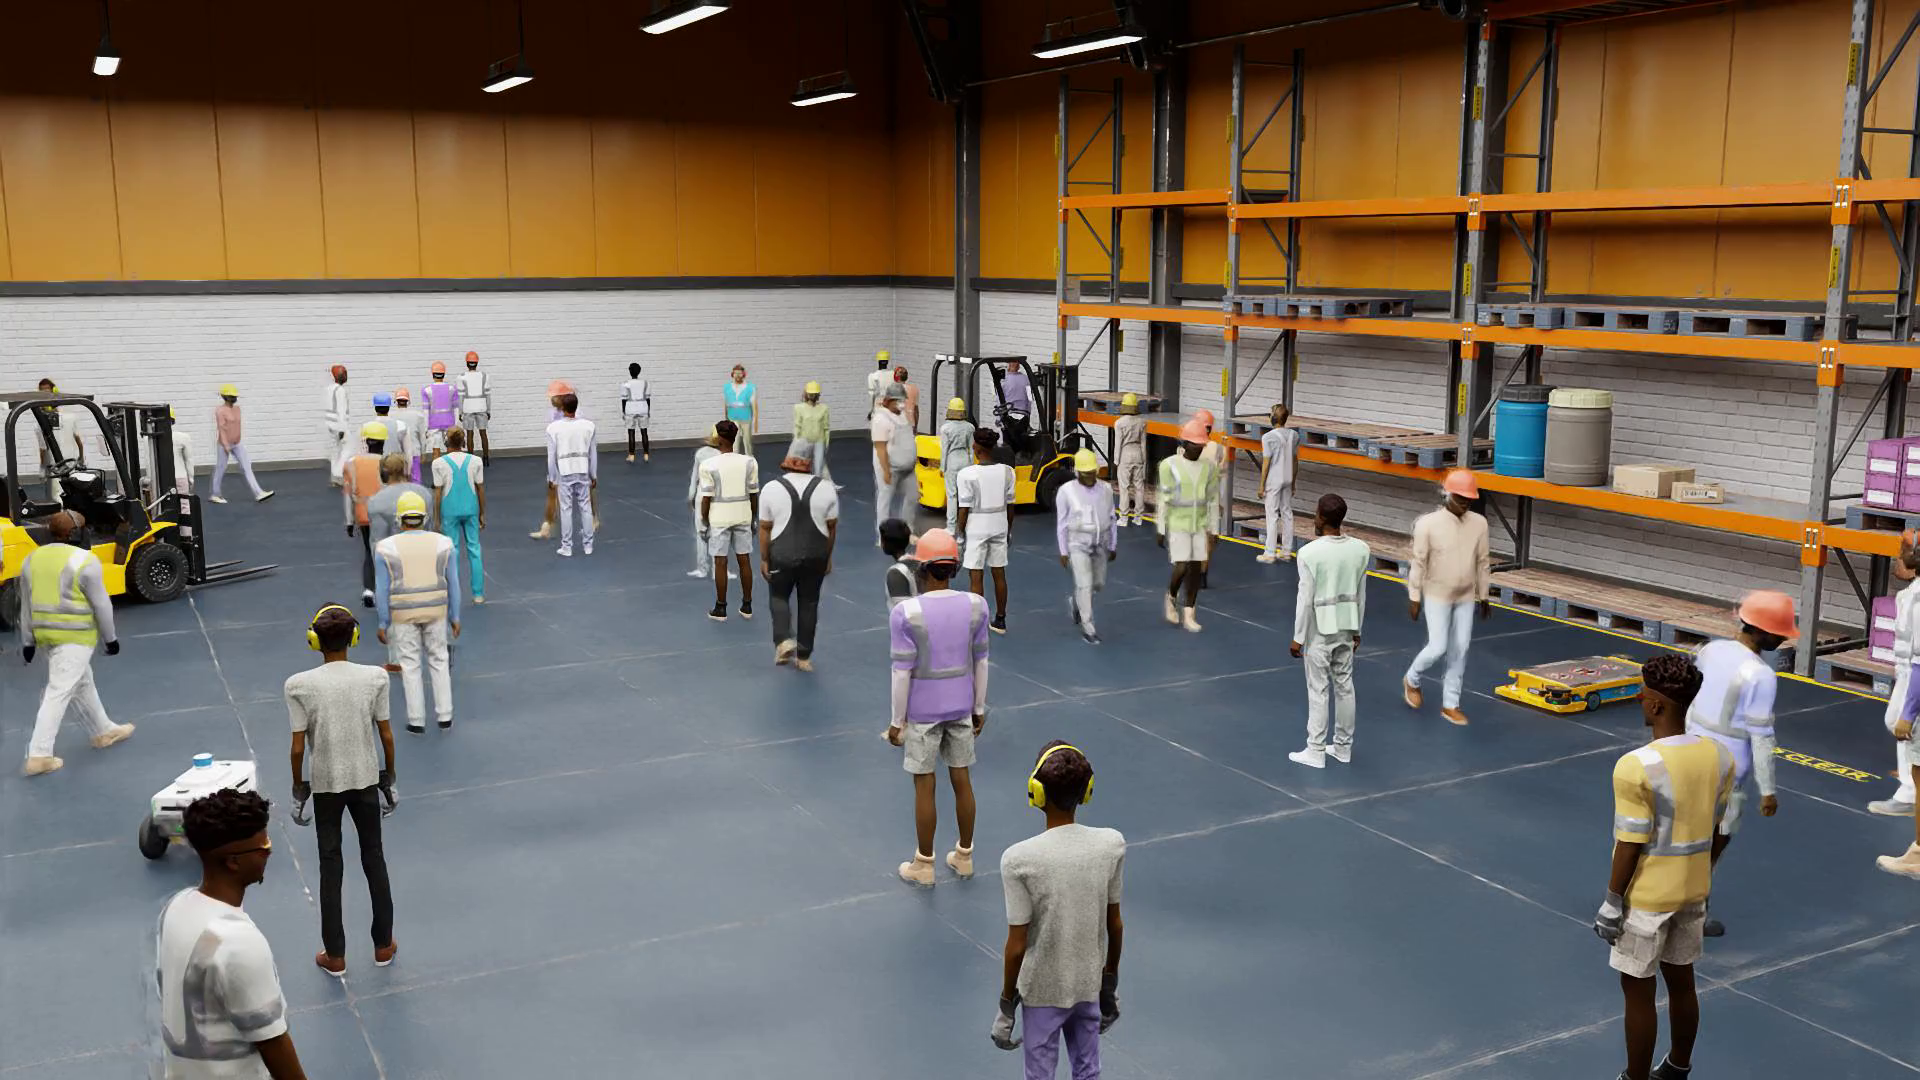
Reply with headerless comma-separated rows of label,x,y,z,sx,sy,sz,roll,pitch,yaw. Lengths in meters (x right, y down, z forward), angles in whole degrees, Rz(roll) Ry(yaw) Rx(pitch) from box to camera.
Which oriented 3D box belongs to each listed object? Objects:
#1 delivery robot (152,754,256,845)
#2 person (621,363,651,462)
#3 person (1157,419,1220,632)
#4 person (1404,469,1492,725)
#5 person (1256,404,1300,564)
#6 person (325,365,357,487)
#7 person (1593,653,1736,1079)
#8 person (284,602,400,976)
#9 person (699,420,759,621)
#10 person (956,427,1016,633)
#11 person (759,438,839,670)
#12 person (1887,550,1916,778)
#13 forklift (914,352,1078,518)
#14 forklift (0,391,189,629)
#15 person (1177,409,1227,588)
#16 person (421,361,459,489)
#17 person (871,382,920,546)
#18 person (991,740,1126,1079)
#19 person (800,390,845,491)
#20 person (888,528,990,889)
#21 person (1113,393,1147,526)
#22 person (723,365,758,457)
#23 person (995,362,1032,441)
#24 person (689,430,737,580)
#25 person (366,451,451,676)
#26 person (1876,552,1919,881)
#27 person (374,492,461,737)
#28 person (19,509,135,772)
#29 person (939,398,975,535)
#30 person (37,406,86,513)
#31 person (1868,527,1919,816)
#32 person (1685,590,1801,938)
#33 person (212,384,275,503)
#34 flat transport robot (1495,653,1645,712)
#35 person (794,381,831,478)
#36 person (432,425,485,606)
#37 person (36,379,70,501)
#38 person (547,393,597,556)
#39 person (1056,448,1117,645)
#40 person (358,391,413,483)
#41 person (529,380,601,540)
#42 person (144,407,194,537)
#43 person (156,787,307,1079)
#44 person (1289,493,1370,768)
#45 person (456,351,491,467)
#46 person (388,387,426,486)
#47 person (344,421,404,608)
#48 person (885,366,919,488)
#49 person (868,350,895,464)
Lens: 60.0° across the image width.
delivery robot,-4.553,1.534,10.037,0.477,0.478,0.707,0,10,2
person,-5.522,-2.175,28.366,0.537,1.700,0.318,-5,11,-28
person,2.163,-0.128,15.625,0.621,2.027,0.430,-3,10,-19
person,3.719,0.417,12.698,0.626,1.965,0.548,-2,10,-14
person,3.658,-0.647,19.150,0.507,1.846,0.343,-5,11,-28
person,-9.416,-1.721,25.257,0.406,1.868,0.580,-9,13,-42
person,2.876,1.428,6.858,0.608,1.965,0.365,-5,11,-28
person,-3.065,1.227,8.276,0.520,1.876,0.326,-5,11,-28
person,-2.247,-0.195,16.196,0.608,1.966,0.365,-5,11,-28
person,0.233,-0.079,15.528,0.608,1.966,0.365,-5,11,-28
person,-1.387,0.105,14.259,0.692,2.000,0.565,-2,10,-13
person,6.536,0.845,11.289,0.511,1.610,0.448,-6,11,-29
forklift,0.460,-1.461,22.833,2.313,2.155,1.214,-5,11,-28
forklift,-9.026,-0.363,16.508,1.214,2.155,2.313,6,11,29
person,2.563,-0.441,17.749,0.565,1.917,0.437,0,10,-1
person,-7.842,-1.732,25.130,0.547,1.938,0.359,-5,11,-28
person,-0.728,-0.907,20.083,0.658,2.000,0.717,6,11,30
person,0.349,1.630,5.969,0.520,1.871,0.326,-5,11,-28
person,-2.109,-1.440,24.430,0.842,1.598,0.508,1,10,3
person,-0.132,0.947,9.402,0.609,2.043,0.376,-5,11,-28
person,2.210,-1.049,21.762,0.488,1.744,0.295,-5,11,-28
person,-3.493,-1.902,26.558,0.580,1.798,1.019,1,10,5
person,0.845,-1.994,26.731,0.644,1.908,0.408,-5,11,-28
person,-2.734,-0.422,18.291,0.621,1.699,0.349,4,11,24
person,-4.633,0.216,13.946,0.676,1.925,0.626,8,12,38
person,5.577,0.929,9.506,0.609,2.043,0.376,-5,11,-28
person,-4.026,0.552,12.376,0.606,1.811,0.457,-6,11,-30
person,-6.267,0.685,11.677,0.609,1.790,0.988,4,11,21
person,-0.043,-0.934,21.098,0.488,1.744,0.295,-5,11,-28
person,-11.249,-0.940,20.885,0.443,1.836,0.581,6,11,30
person,6.159,0.839,10.543,0.510,1.873,0.646,5,11,24
person,3.969,1.164,8.594,0.516,1.888,0.595,-1,10,-7
person,-10.285,-1.356,23.616,0.932,1.710,0.533,3,10,16
flat transport robot,5.076,1.140,13.389,1.431,0.197,0.652,-5,11,-28
person,-2.116,-1.409,23.781,0.538,1.751,0.559,-2,10,-14
person,-5.056,-0.240,16.810,0.507,1.846,0.343,-5,11,-28
person,-12.692,-1.363,23.363,0.538,1.825,0.973,-2,10,-11
person,-4.574,-0.771,19.653,0.591,1.919,0.390,-5,11,-28
person,1.146,0.029,15.410,0.599,1.804,0.702,-5,11,-25
person,-6.763,-0.779,19.613,0.607,1.948,0.389,-5,11,-28
person,-4.922,-1.006,20.808,0.629,1.992,1.053,7,12,36
person,-9.407,-0.723,19.820,0.527,1.768,0.313,-5,11,-28
person,-2.187,1.715,5.308,0.925,1.927,0.613,-7,12,-36
person,2.573,0.630,11.582,0.591,1.922,0.390,-5,11,-28
person,-8.071,-2.166,27.631,0.547,1.938,0.359,-5,11,-28
person,-7.526,-1.192,22.553,0.566,1.751,0.329,-5,11,-28
person,-5.784,-0.228,16.549,0.606,1.908,0.420,1,10,4
person,-0.880,-1.707,25.238,0.566,1.849,0.387,-5,11,-28
person,-1.287,-2.224,27.994,0.589,1.927,0.368,-5,11,-28
